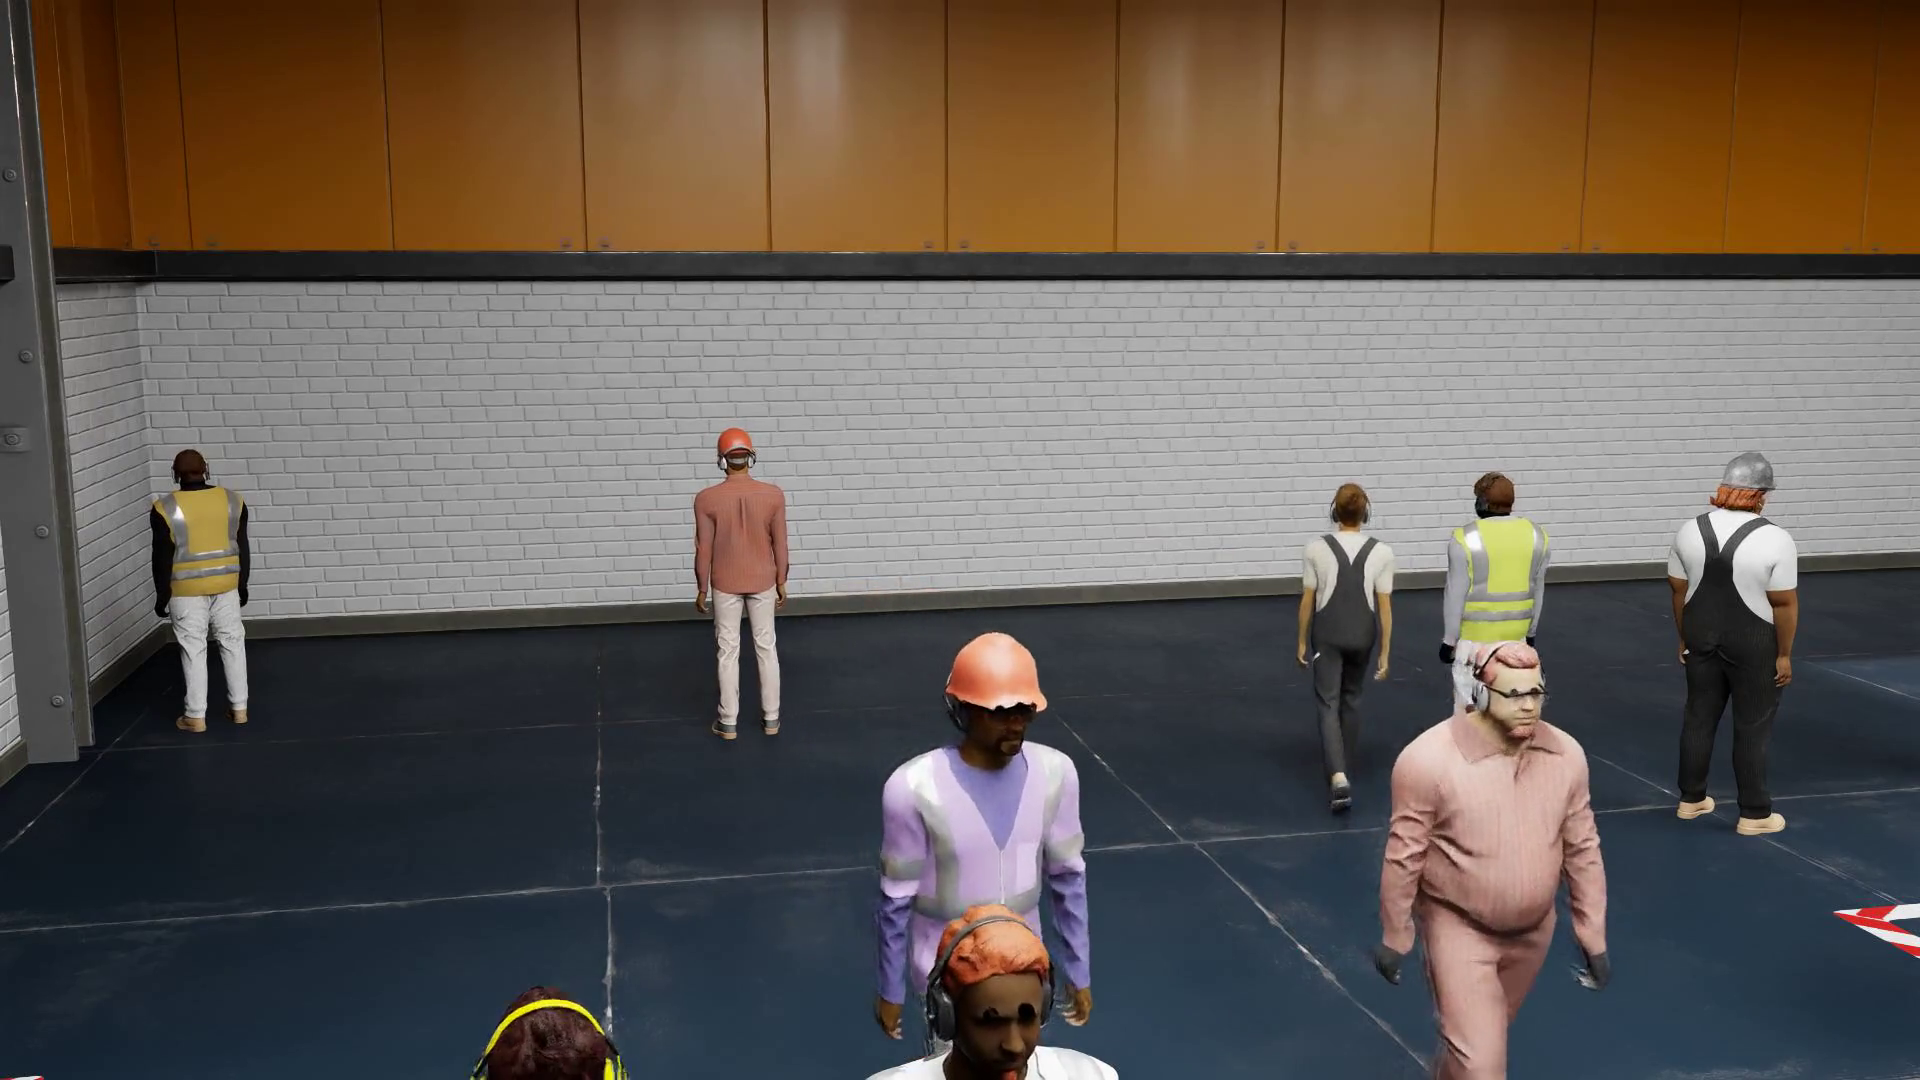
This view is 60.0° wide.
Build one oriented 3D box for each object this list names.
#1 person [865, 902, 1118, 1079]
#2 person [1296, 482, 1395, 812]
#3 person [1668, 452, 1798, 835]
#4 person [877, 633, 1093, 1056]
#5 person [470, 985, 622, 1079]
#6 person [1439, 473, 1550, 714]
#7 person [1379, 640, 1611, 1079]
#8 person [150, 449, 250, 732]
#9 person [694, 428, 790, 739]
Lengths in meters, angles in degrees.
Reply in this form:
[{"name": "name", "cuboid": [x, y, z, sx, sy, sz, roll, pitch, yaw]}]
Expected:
[{"name": "person", "cuboid": [0.042, 1.577, 3.045, 0.572, 1.884, 0.356, -3, 10, -20]}, {"name": "person", "cuboid": [2.161, 0.587, 9.307, 0.507, 1.816, 0.879, 1, 9, 3]}, {"name": "person", "cuboid": [4.176, 0.535, 8.917, 0.537, 2.000, 0.678, -7, 11, -35]}, {"name": "person", "cuboid": [0.044, 1.219, 4.923, 0.624, 1.998, 1.047, -5, 10, -27]}, {"name": "person", "cuboid": [-0.671, 1.648, 2.826, 0.554, 1.820, 1.001, -3, 10, -15]}, {"name": "person", "cuboid": [3.040, 0.539, 9.598, 0.638, 1.840, 0.476, -2, 10, -13]}, {"name": "person", "cuboid": [1.705, 1.243, 5.122, 0.679, 1.860, 0.952, -3, 10, -16]}, {"name": "person", "cuboid": [-4.935, 0.324, 10.826, 0.430, 1.838, 0.619, 9, 13, 43]}, {"name": "person", "cuboid": [-1.397, 0.277, 10.640, 0.610, 1.991, 0.389, -3, 10, -19]}]
